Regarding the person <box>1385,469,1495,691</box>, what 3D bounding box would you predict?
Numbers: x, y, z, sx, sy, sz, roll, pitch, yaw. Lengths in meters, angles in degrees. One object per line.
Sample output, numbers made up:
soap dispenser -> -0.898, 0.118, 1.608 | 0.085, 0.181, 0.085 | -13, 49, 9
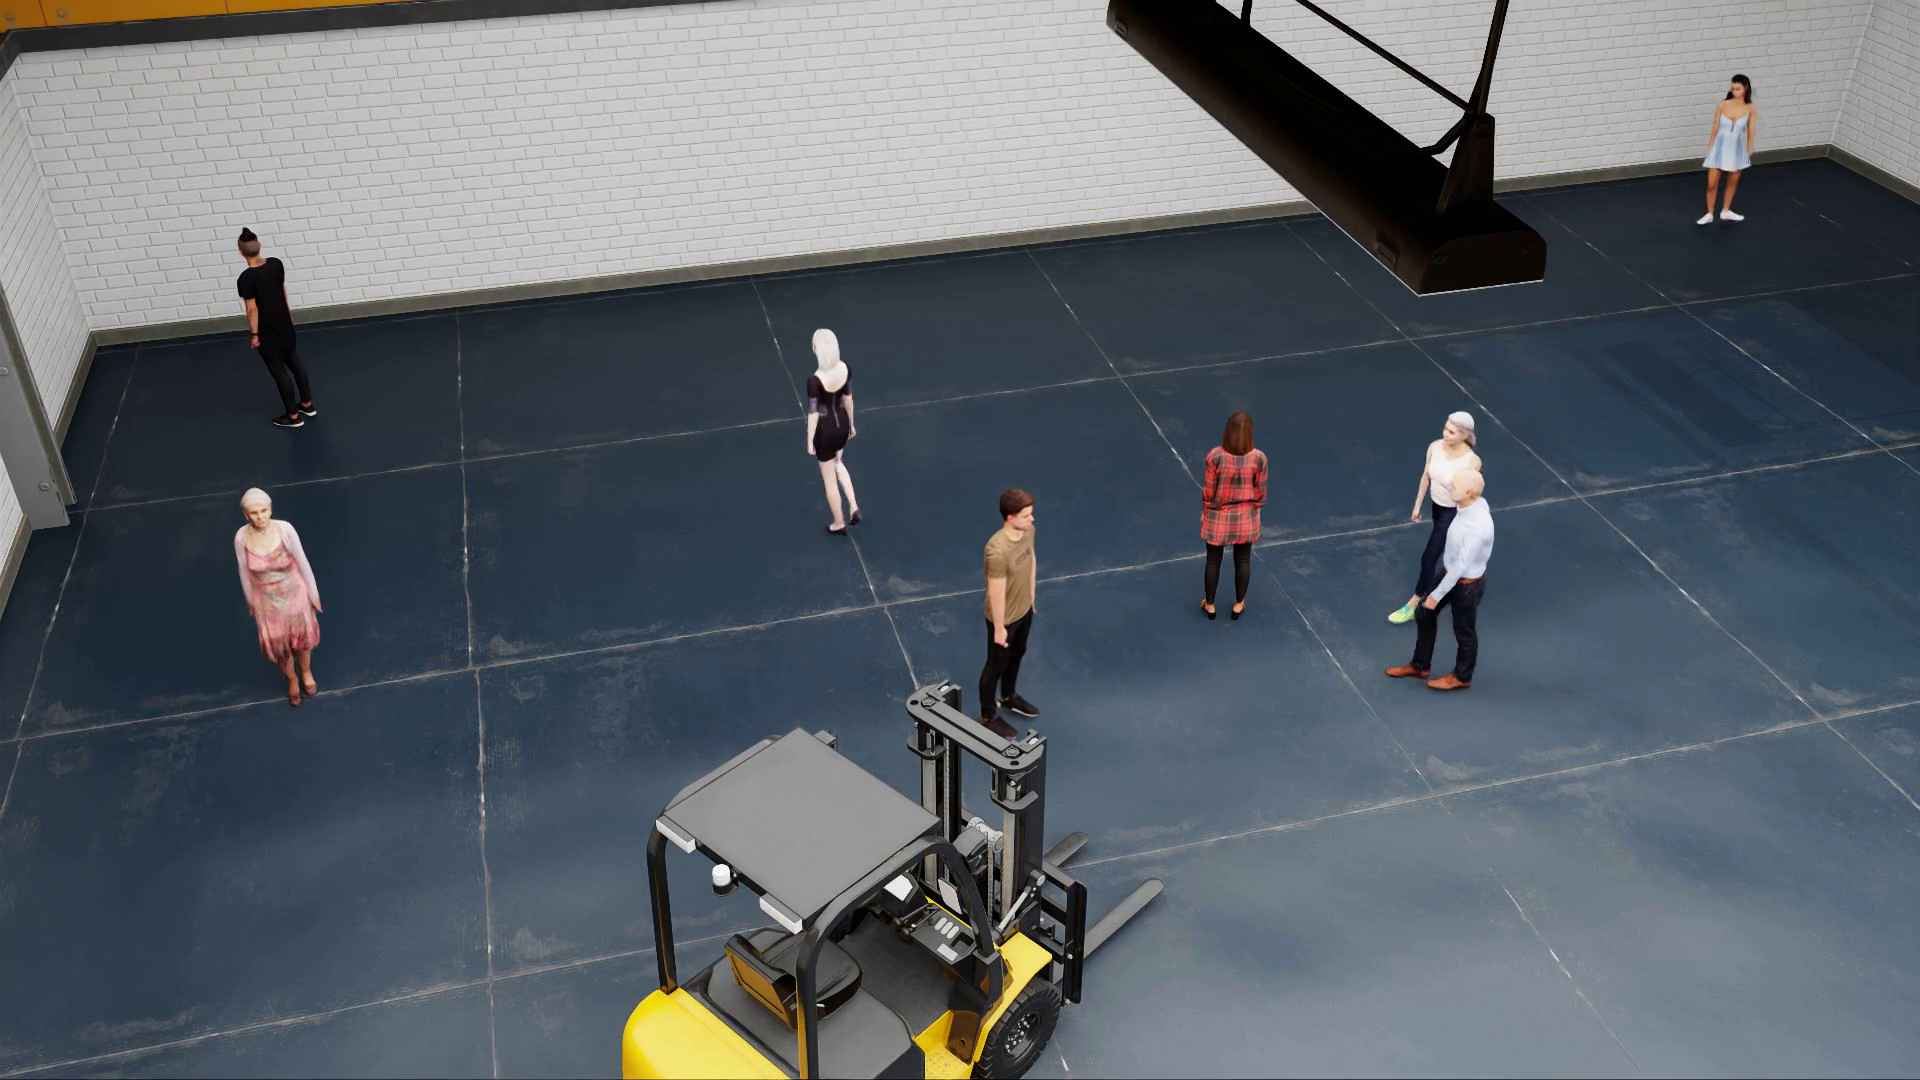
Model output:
person -> 3.466, 0.320, 11.255 | 0.819, 1.764, 0.832 | 1, 34, 1

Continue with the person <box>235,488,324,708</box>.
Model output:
person -> -4.623, 0.347, 11.295 | 0.663, 1.675, 0.706 | -14, 36, -20

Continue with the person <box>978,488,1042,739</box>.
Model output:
person -> 0.319, 0.458, 10.971 | 0.780, 1.848, 0.731 | 19, 38, 27

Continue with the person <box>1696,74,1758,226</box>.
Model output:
person -> 8.416, -4.246, 18.183 | 0.878, 1.698, 0.880 | 6, 34, 8

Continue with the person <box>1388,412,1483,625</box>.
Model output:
person -> 3.617, -0.206, 12.134 | 0.901, 1.666, 1.170 | -19, 38, -26

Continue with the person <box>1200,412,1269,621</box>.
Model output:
person -> 1.960, -0.171, 12.049 | 0.683, 1.702, 0.660 | 2, 34, 3

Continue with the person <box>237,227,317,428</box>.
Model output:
person -> -5.967, -1.865, 14.448 | 0.832, 1.868, 0.725 | 10, 35, 15

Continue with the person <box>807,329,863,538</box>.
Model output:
person -> -0.922, -0.781, 12.861 | 0.816, 1.820, 0.755 | 27, 42, 35
